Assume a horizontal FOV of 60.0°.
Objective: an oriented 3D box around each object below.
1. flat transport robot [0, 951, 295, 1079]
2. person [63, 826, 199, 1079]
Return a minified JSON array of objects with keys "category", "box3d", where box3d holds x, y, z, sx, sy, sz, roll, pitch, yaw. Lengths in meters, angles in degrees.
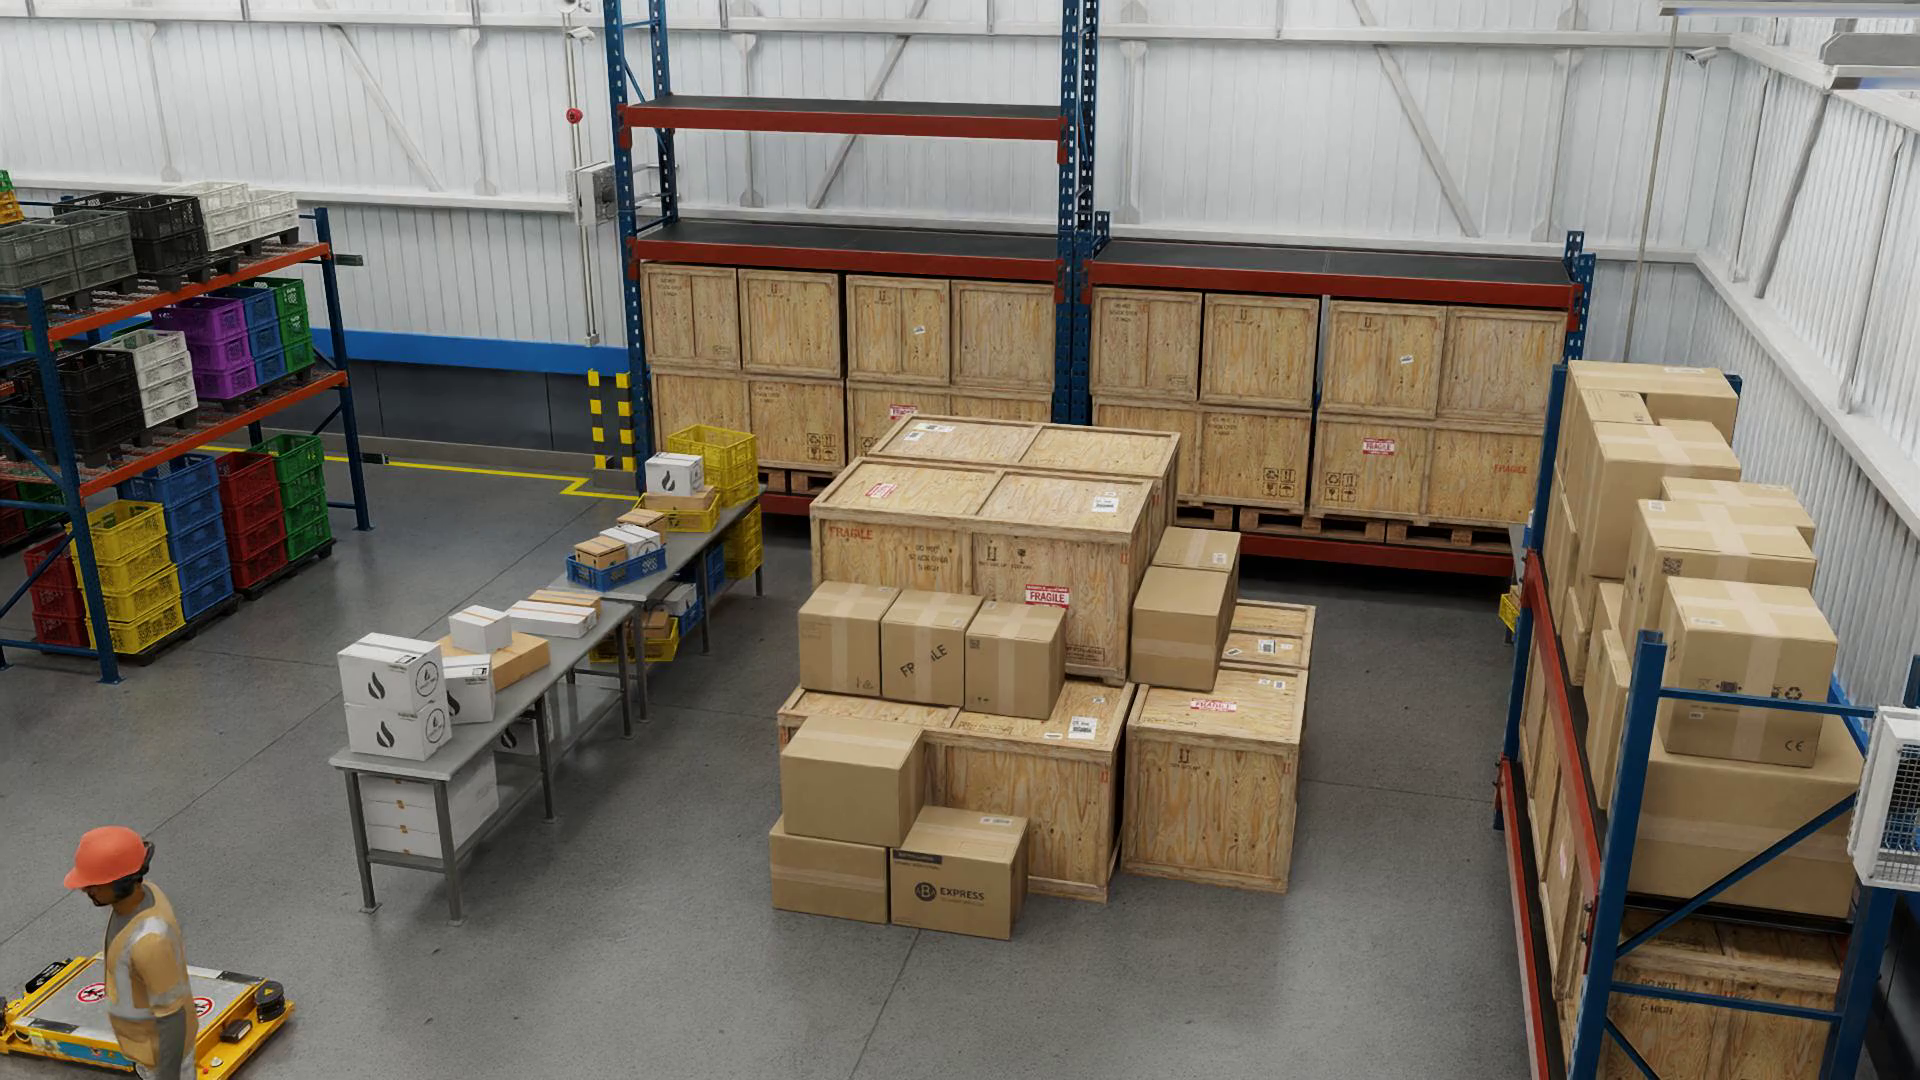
[{"category":"flat transport robot","box3d":[-4.270,2.464,8.601,1.431,0.231,0.659,5,22,13]},{"category":"person","box3d":[-3.430,2.110,7.045,0.374,2.040,0.613,-14,25,-32]}]
